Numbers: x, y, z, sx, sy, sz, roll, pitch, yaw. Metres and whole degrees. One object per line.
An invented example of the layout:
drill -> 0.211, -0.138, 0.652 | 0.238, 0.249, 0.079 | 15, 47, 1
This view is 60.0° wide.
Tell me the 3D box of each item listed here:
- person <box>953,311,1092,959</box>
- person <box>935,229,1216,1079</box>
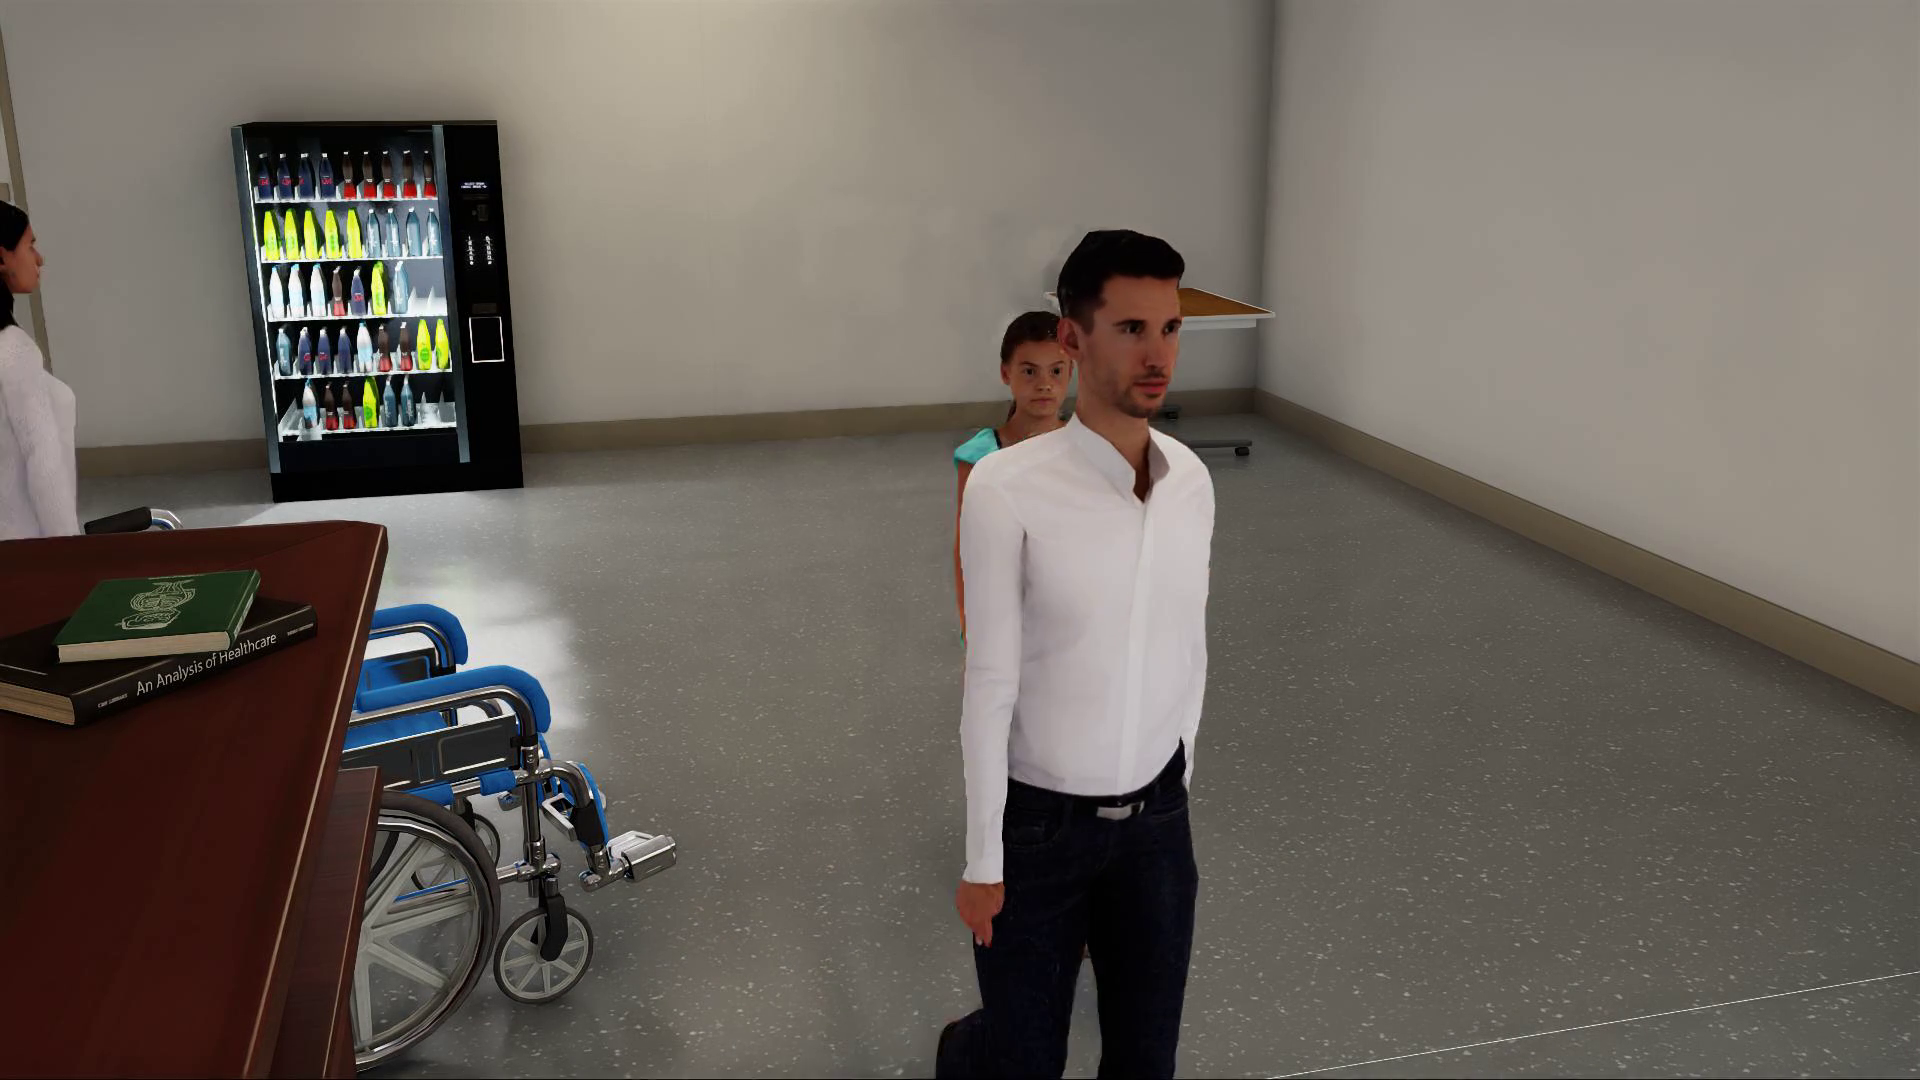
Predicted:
person -> 0.149, 0.211, 4.130 | 1.024, 1.512, 0.740 | -1, 16, -4
person -> 0.155, 0.426, 2.746 | 0.946, 1.848, 0.803 | -8, 17, -25
